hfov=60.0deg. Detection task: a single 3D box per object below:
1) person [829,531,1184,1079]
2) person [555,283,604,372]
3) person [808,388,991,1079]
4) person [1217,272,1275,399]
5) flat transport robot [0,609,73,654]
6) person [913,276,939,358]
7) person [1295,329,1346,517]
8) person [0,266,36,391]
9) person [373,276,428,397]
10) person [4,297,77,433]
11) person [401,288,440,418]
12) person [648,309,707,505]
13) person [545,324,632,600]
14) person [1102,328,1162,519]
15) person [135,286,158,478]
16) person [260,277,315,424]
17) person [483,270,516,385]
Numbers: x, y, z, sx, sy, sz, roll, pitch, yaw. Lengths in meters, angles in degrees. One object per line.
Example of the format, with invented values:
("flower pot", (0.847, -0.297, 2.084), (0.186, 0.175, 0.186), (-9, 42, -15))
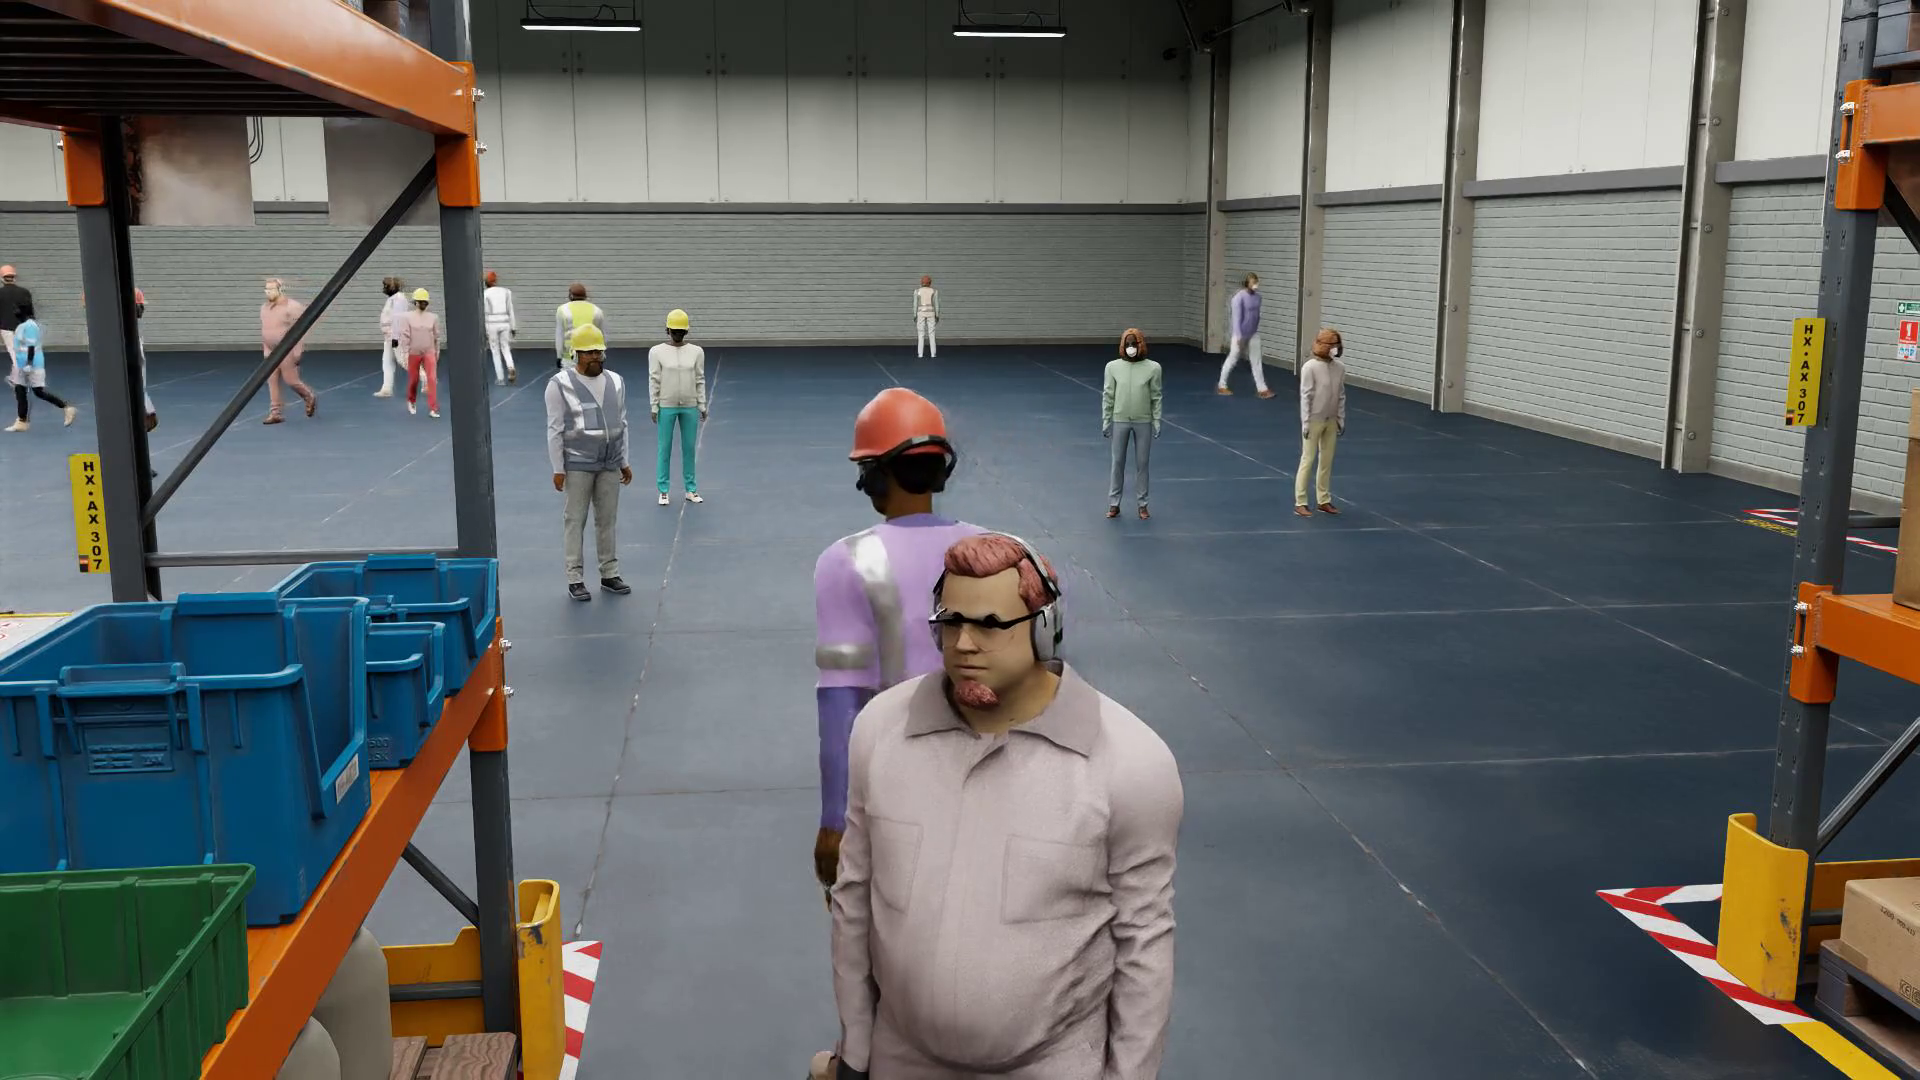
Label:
("person", (0.052, 0.926, 2.964), (0.640, 1.909, 0.409), (4, 11, 20))
("person", (-4.893, -2.366, 21.257), (0.663, 1.810, 0.820), (-6, 12, -30))
("person", (-0.166, 0.610, 4.418), (0.692, 2.007, 0.798), (-7, 13, -36))
("person", (4.270, -3.074, 24.985), (0.650, 1.887, 1.031), (-8, 13, -38))
("flat transport robot", (-5.343, 0.614, 9.160), (0.652, 0.197, 1.431), (-1, 10, -7))
("person", (-0.671, -4.434, 33.089), (0.523, 1.636, 0.310), (0, 10, -1))
("person", (3.124, -1.010, 14.357), (0.499, 1.625, 0.293), (-7, 12, -32))
("person", (-14.907, -3.314, 26.088), (1.010, 1.941, 0.632), (8, 13, 36))
("person", (-8.449, -3.075, 25.155), (0.831, 1.821, 0.617), (-6, 12, -30))
("person", (-11.470, -2.179, 20.620), (0.536, 1.673, 0.743), (9, 14, 41))
("person", (-7.244, -2.523, 22.339), (0.521, 1.735, 0.795), (-5, 12, -28))
("person", (-2.537, -1.194, 14.995), (0.523, 1.760, 0.325), (-5, 11, -25))
("person", (-2.456, -0.523, 11.111), (0.600, 1.832, 0.404), (-10, 14, -42))
("person", (1.470, -0.992, 14.226), (0.507, 1.632, 0.264), (2, 10, 9))
("person", (-8.183, -1.547, 16.473), (0.412, 1.923, 0.541), (-6, 12, -30))
("person", (-8.776, -2.462, 21.589), (0.655, 1.887, 0.731), (4, 11, 19))
("person", (-7.478, -3.430, 26.952), (0.616, 1.865, 0.482), (-8, 13, -39))
